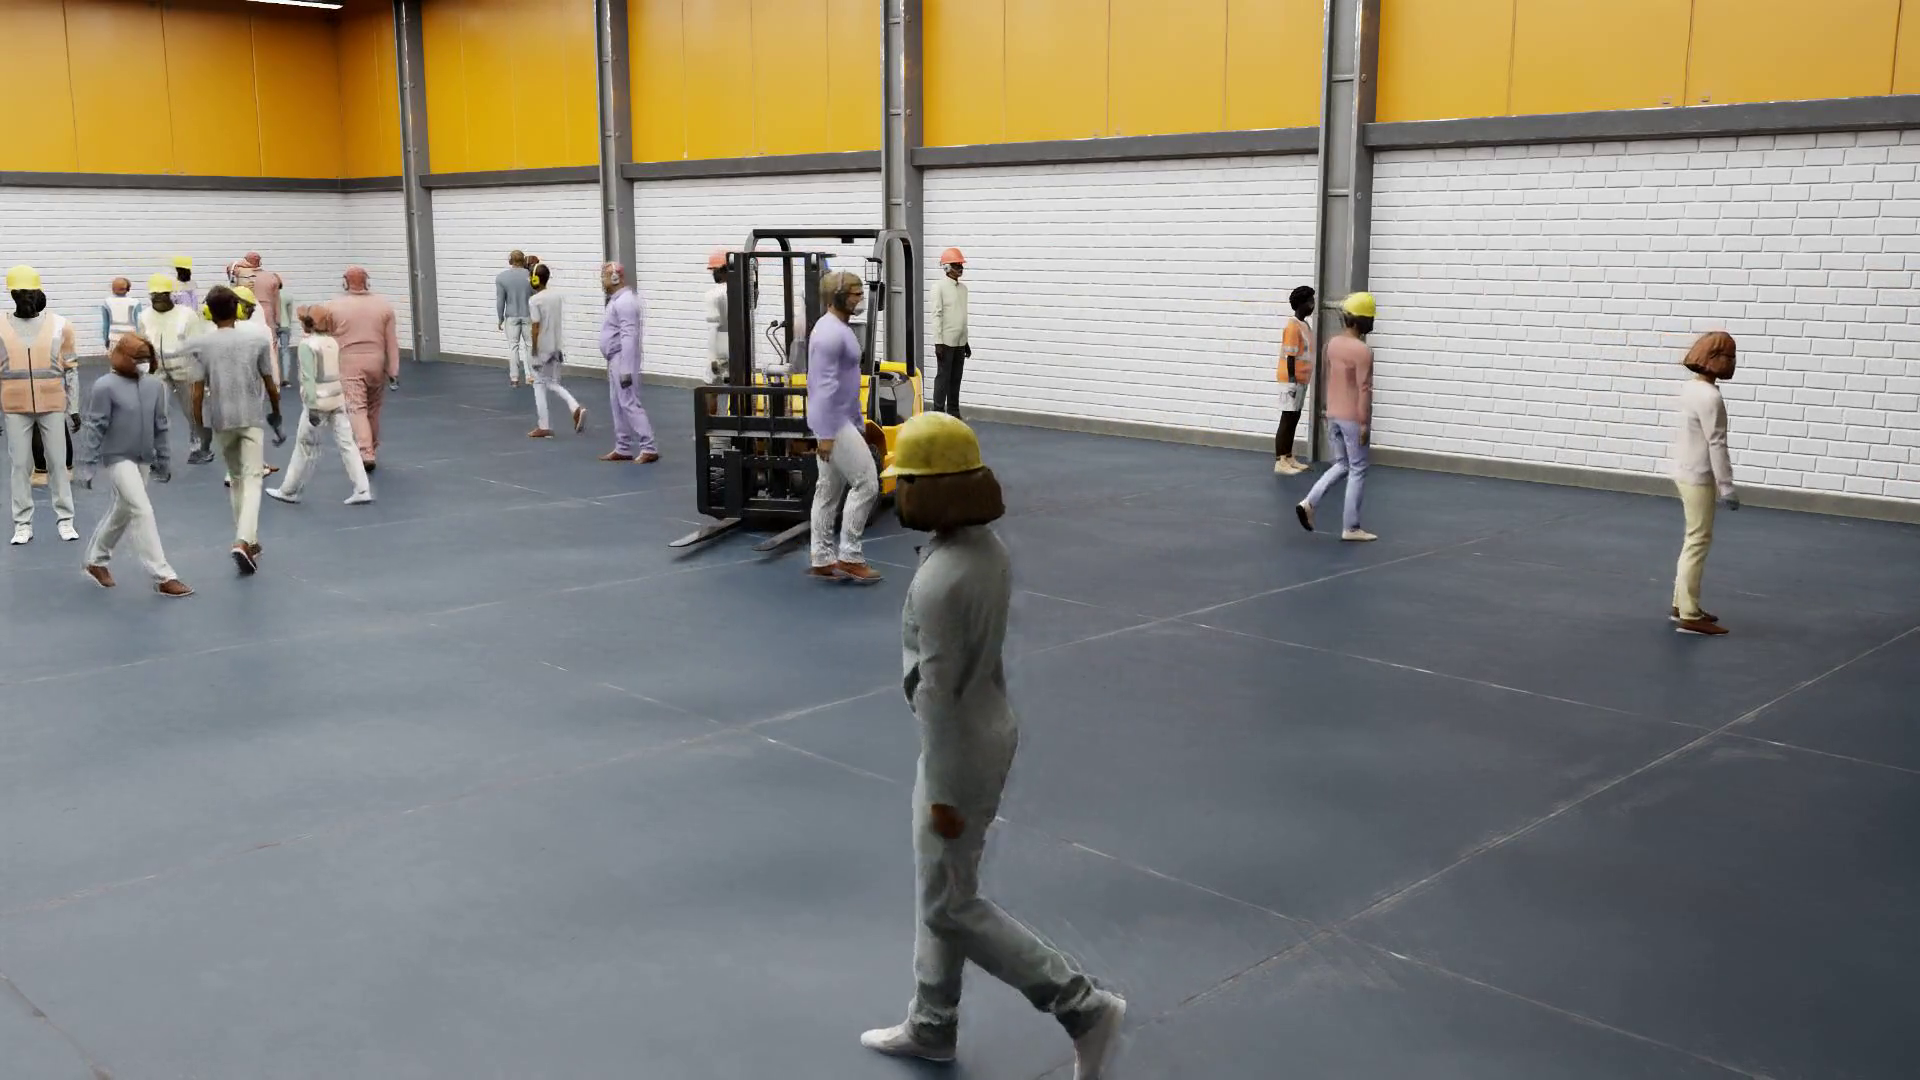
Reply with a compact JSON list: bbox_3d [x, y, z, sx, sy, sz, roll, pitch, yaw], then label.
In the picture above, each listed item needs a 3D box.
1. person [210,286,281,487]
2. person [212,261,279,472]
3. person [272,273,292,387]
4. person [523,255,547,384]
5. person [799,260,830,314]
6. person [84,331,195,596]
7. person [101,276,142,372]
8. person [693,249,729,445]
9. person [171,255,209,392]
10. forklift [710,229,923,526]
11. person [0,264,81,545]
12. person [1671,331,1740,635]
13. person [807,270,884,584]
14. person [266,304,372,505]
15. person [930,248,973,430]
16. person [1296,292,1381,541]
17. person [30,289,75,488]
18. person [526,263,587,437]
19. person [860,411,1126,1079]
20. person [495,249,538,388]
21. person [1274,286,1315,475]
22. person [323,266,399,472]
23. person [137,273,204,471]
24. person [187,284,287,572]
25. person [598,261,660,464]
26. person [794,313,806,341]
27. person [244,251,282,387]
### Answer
[{"bbox_3d":[-6.105,-1.287,14.099,0.547,1.708,0.957,1,10,6],"label":"person"},{"bbox_3d":[-6.340,-1.520,14.798,0.402,1.906,0.652,1,10,5],"label":"person"},{"bbox_3d":[-9.729,-2.984,23.621,0.508,1.603,0.726,-9,14,-41],"label":"person"},{"bbox_3d":[-6.136,-3.165,23.947,0.429,1.844,0.627,1,10,3],"label":"person"},{"bbox_3d":[-1.645,-2.393,19.583,0.473,1.898,0.667,6,12,29],"label":"person"},{"bbox_3d":[-4.995,-0.462,9.934,0.878,1.576,0.555,3,11,16],"label":"person"},{"bbox_3d":[-10.734,-2.568,21.312,0.521,1.609,0.775,-1,10,-7],"label":"person"},{"bbox_3d":[-2.313,-1.924,16.748,0.949,2.005,0.620,9,14,41],"label":"person"},{"bbox_3d":[-10.509,-2.929,22.581,1.007,1.869,0.610,4,11,19],"label":"person"},{"bbox_3d":[-1.050,-1.319,12.920,1.214,2.155,2.313,2,11,13],"label":"forklift"},{"bbox_3d":[-6.435,-0.938,11.563,0.587,1.930,0.359,-6,12,-29],"label":"person"},{"bbox_3d":[3.995,-0.297,8.904,0.337,1.632,0.514,3,11,14],"label":"person"},{"bbox_3d":[-0.652,-0.675,10.141,0.625,1.919,0.661,0,10,1],"label":"person"},{"bbox_3d":[-5.073,-1.061,13.145,0.880,1.584,0.542,2,11,12],"label":"person"},{"bbox_3d":[-0.089,-2.150,17.988,0.375,1.997,0.612,7,12,33],"label":"person"},{"bbox_3d":[2.662,-0.843,11.535,0.479,1.746,0.534,-4,11,-20],"label":"person"},{"bbox_3d":[-7.812,-1.293,14.134,0.318,1.697,0.534,5,12,27],"label":"person"},{"bbox_3d":[-4.288,-1.987,17.512,0.628,1.849,0.536,5,12,26],"label":"person"},{"bbox_3d":[0.068,0.539,4.100,0.672,1.717,0.483,3,11,18],"label":"person"},{"bbox_3d":[-6.183,-3.109,23.381,0.635,1.936,0.353,-3,11,-18],"label":"person"},{"bbox_3d":[3.003,-1.427,14.890,0.322,1.690,0.532,4,11,23],"label":"person"},{"bbox_3d":[-5.450,-1.556,15.156,0.632,1.859,0.994,-7,13,-34],"label":"person"},{"bbox_3d":[-7.225,-1.538,15.239,0.603,1.786,0.927,-1,10,-4],"label":"person"},{"bbox_3d":[-4.652,-0.724,10.695,0.526,1.828,0.944,-2,11,-13],"label":"person"},{"bbox_3d":[-3.107,-1.642,15.606,0.614,1.902,0.682,-3,11,-17],"label":"person"},{"bbox_3d":[-1.387,-1.485,15.102,0.618,1.737,0.528,8,13,38],"label":"person"},{"bbox_3d":[-9.817,-3.069,23.242,0.639,1.911,0.406,-7,13,-35],"label":"person"}]
